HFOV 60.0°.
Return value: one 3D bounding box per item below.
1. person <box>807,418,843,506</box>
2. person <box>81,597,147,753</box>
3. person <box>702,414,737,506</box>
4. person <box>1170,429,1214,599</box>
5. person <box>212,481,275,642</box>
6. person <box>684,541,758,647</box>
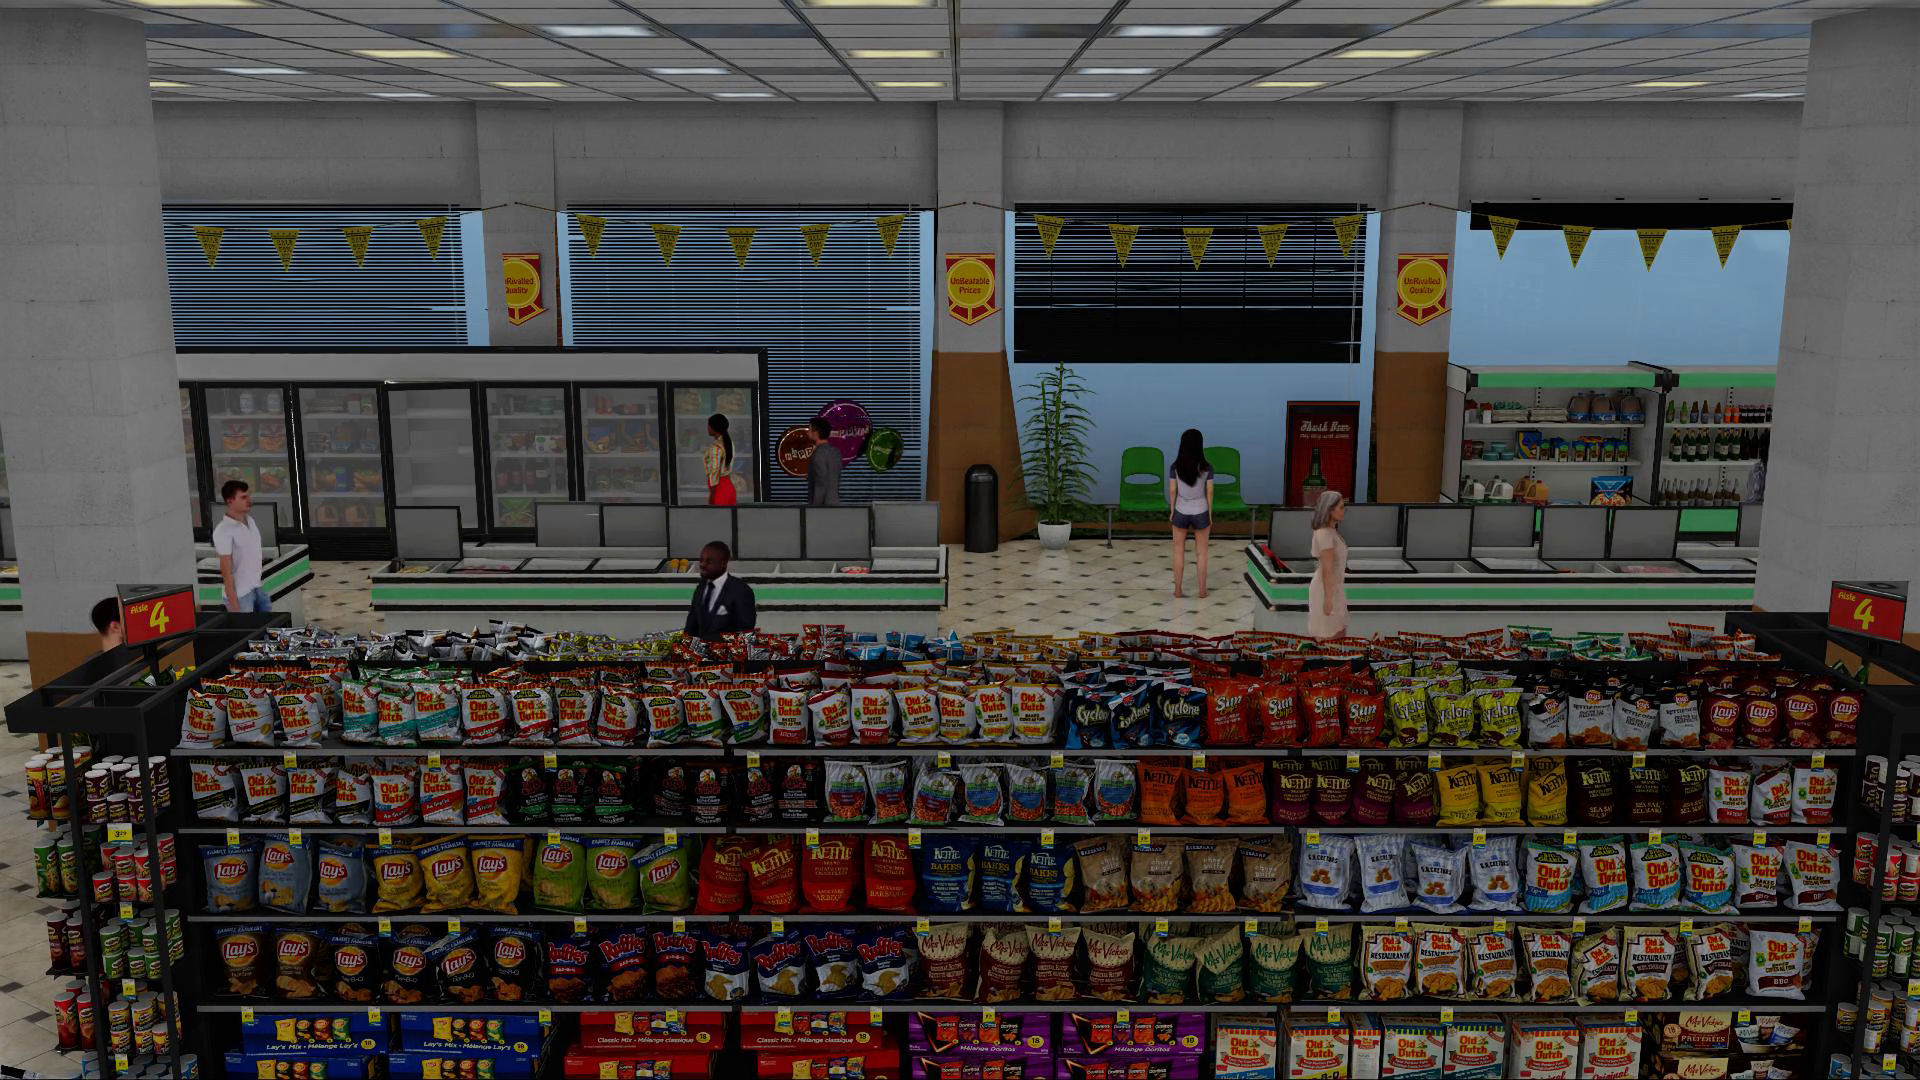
[{"bbox_3d":[-1.331,-0.277,16.357,0.691,1.871,0.752,4,12,17],"label":"person"},{"bbox_3d":[-4.548,1.243,9.063,0.724,1.903,0.836,8,14,34],"label":"person"},{"bbox_3d":[-2.466,-0.422,17.231,0.614,1.794,0.632,3,12,15],"label":"person"},{"bbox_3d":[2.317,-0.268,16.715,0.528,1.707,0.694,3,12,13],"label":"person"},{"bbox_3d":[-5.680,0.445,13.014,0.730,1.836,0.688,1,12,4],"label":"person"},{"bbox_3d":[-1.510,0.885,11.045,1.197,1.786,1.111,-10,16,-40],"label":"person"}]
